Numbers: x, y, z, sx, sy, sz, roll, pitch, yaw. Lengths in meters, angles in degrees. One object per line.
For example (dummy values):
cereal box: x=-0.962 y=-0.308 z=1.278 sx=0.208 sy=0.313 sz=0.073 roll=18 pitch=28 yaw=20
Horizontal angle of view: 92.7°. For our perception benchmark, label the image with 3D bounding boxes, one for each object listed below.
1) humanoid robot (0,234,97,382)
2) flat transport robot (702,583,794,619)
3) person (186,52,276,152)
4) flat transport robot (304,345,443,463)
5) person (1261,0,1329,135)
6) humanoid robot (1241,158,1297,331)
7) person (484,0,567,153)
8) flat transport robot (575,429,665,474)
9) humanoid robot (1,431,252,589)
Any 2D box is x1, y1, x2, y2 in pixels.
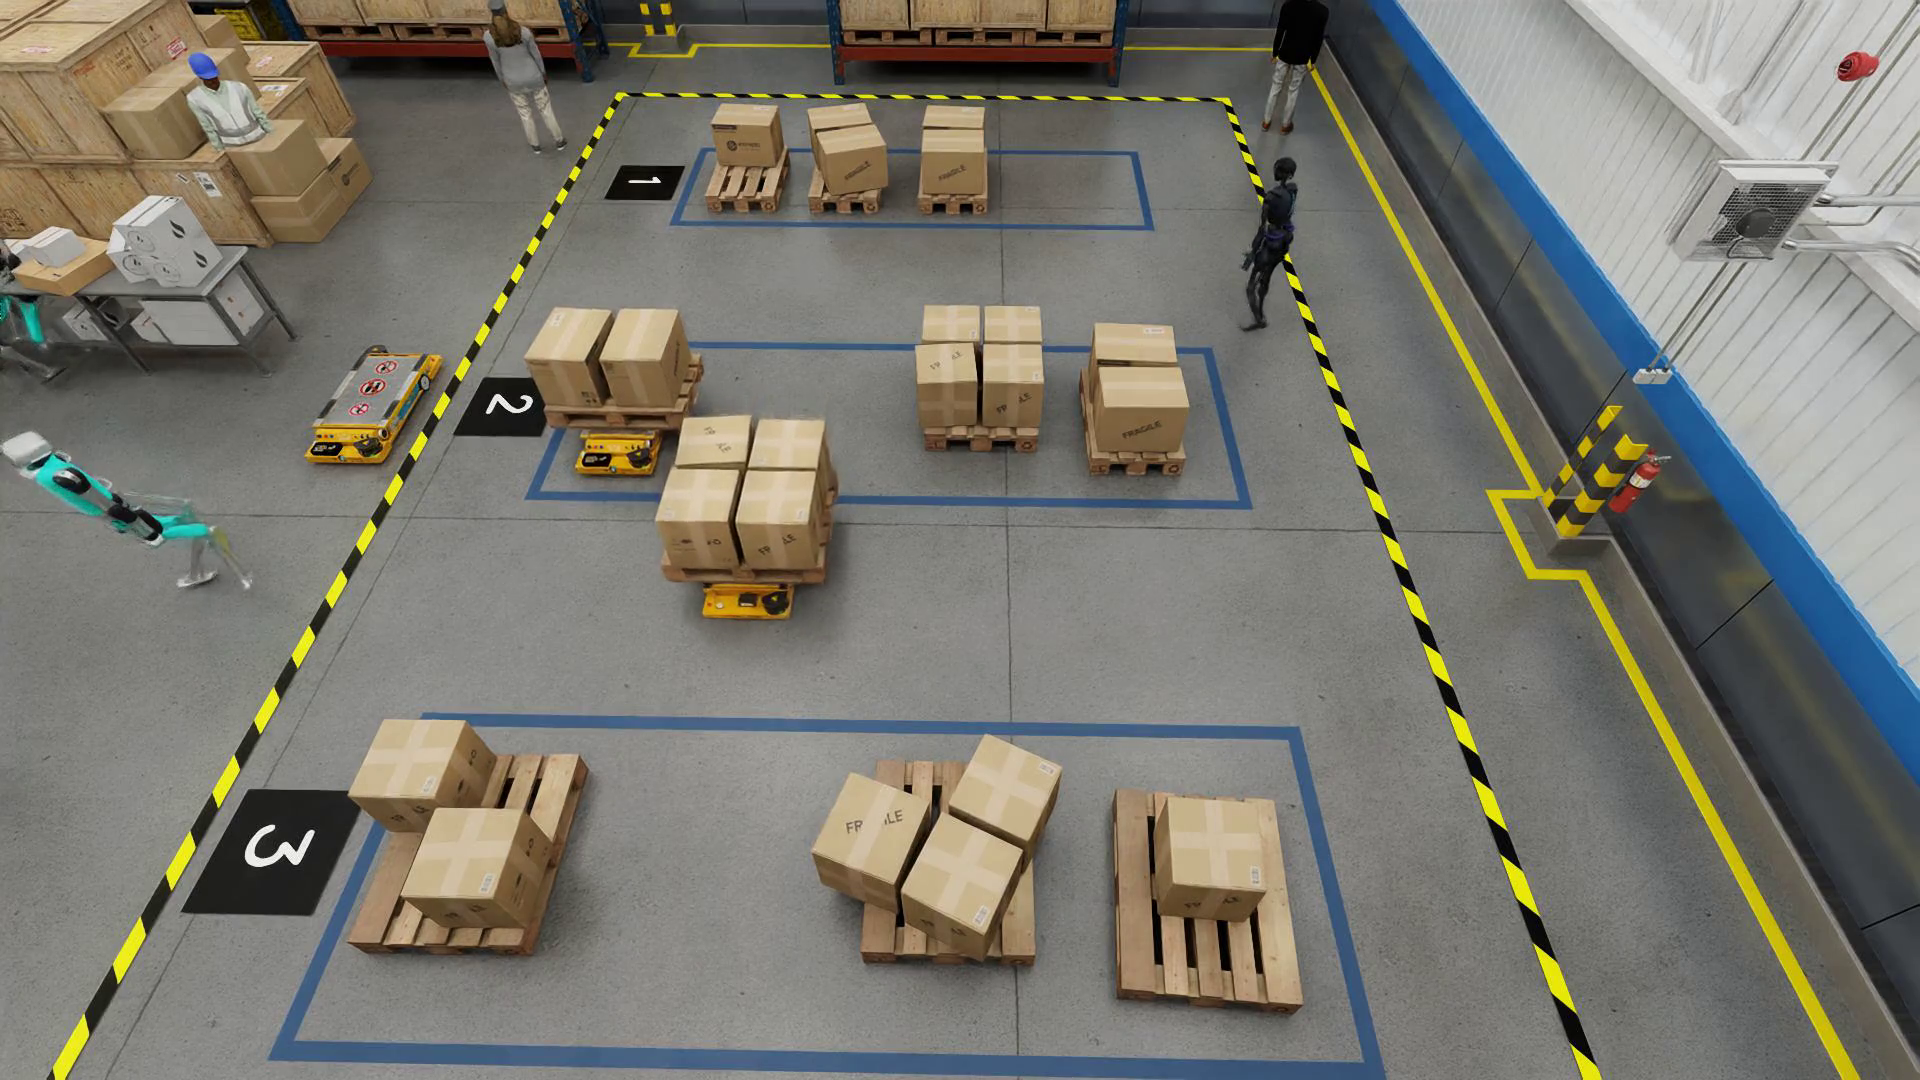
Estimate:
humanoid robot: x=-8.634 y=-2.176 z=8.234 sx=0.537 sy=1.725 sz=0.987 roll=2 pitch=50 yaw=2
flat transport robot: x=-1.612 y=-0.002 z=7.350 sx=0.652 sy=0.197 sz=1.431 roll=1 pitch=50 yaw=1
person: x=-7.630 y=-4.223 z=9.849 sx=0.602 sy=1.939 sz=0.412 roll=-33 pitch=57 yaw=-25
flat transport robot: x=-5.383 y=-1.269 z=8.441 sx=0.659 sy=0.231 sz=1.431 roll=1 pitch=50 yaw=1
person: x=4.160 y=-6.021 z=11.405 sx=0.586 sy=1.884 sz=0.361 roll=21 pitch=53 yaw=17
humanoid robot: x=3.025 y=-2.821 z=8.831 sx=0.598 sy=1.637 sz=0.466 roll=-37 pitch=59 yaw=-27
person: x=-5.298 y=-5.600 z=11.123 sx=0.563 sy=1.766 sz=0.400 roll=-13 pitch=51 yaw=-10
flat transport robot: x=-2.984 y=-1.176 z=8.344 sx=0.652 sy=0.197 sz=1.431 roll=1 pitch=50 yaw=1
humanoid robot: x=-5.827 y=-0.229 z=6.596 sx=0.539 sy=1.769 sz=0.779 roll=17 pitch=52 yaw=14
